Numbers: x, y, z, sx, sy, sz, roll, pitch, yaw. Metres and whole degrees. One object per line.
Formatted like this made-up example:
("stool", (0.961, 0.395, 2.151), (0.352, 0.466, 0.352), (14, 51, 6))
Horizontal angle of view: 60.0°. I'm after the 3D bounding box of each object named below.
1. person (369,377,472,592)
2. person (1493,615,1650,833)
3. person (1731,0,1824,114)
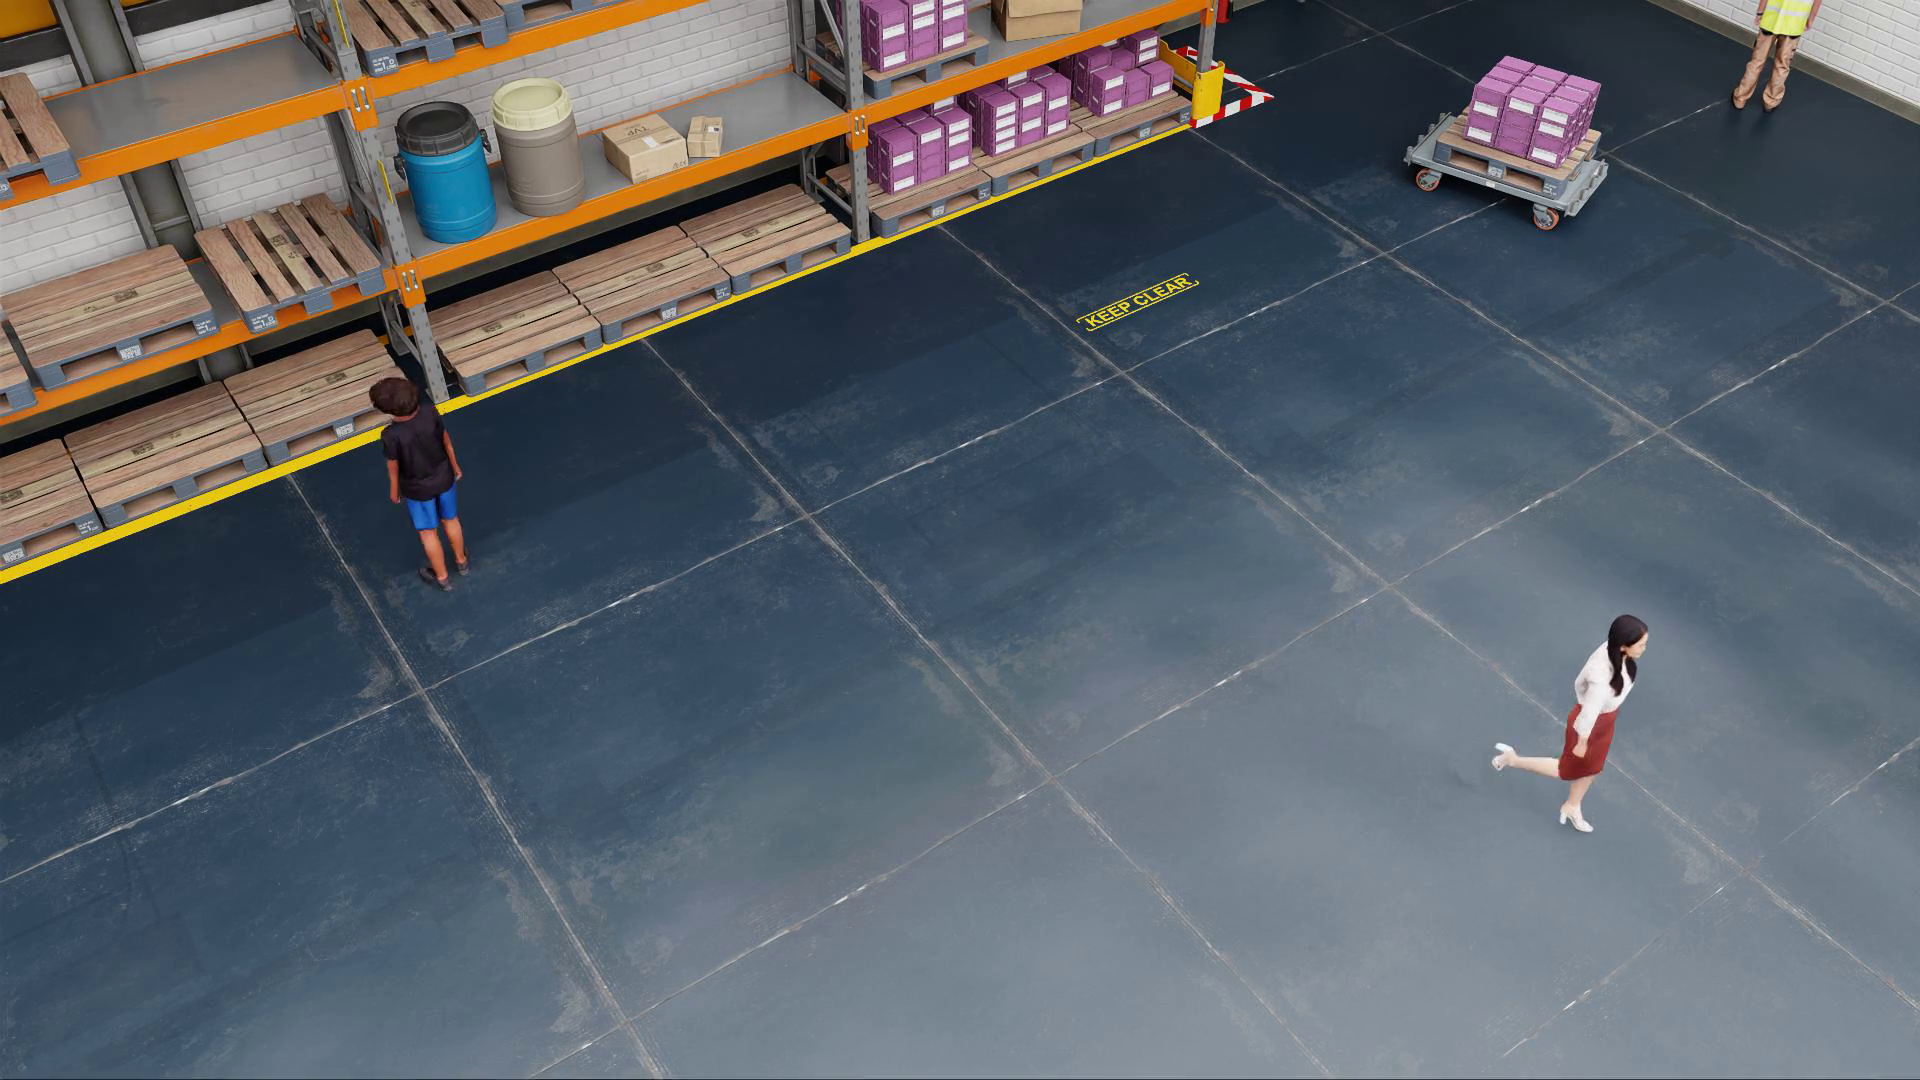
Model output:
("person", (-3.612, -0.407, 11.272), (0.581, 1.787, 0.746), (-25, 49, -24))
("person", (3.617, 1.070, 9.760), (0.823, 1.734, 0.934), (28, 50, 27))
("person", (7.958, -5.014, 16.065), (0.848, 1.847, 0.895), (15, 46, 15))
